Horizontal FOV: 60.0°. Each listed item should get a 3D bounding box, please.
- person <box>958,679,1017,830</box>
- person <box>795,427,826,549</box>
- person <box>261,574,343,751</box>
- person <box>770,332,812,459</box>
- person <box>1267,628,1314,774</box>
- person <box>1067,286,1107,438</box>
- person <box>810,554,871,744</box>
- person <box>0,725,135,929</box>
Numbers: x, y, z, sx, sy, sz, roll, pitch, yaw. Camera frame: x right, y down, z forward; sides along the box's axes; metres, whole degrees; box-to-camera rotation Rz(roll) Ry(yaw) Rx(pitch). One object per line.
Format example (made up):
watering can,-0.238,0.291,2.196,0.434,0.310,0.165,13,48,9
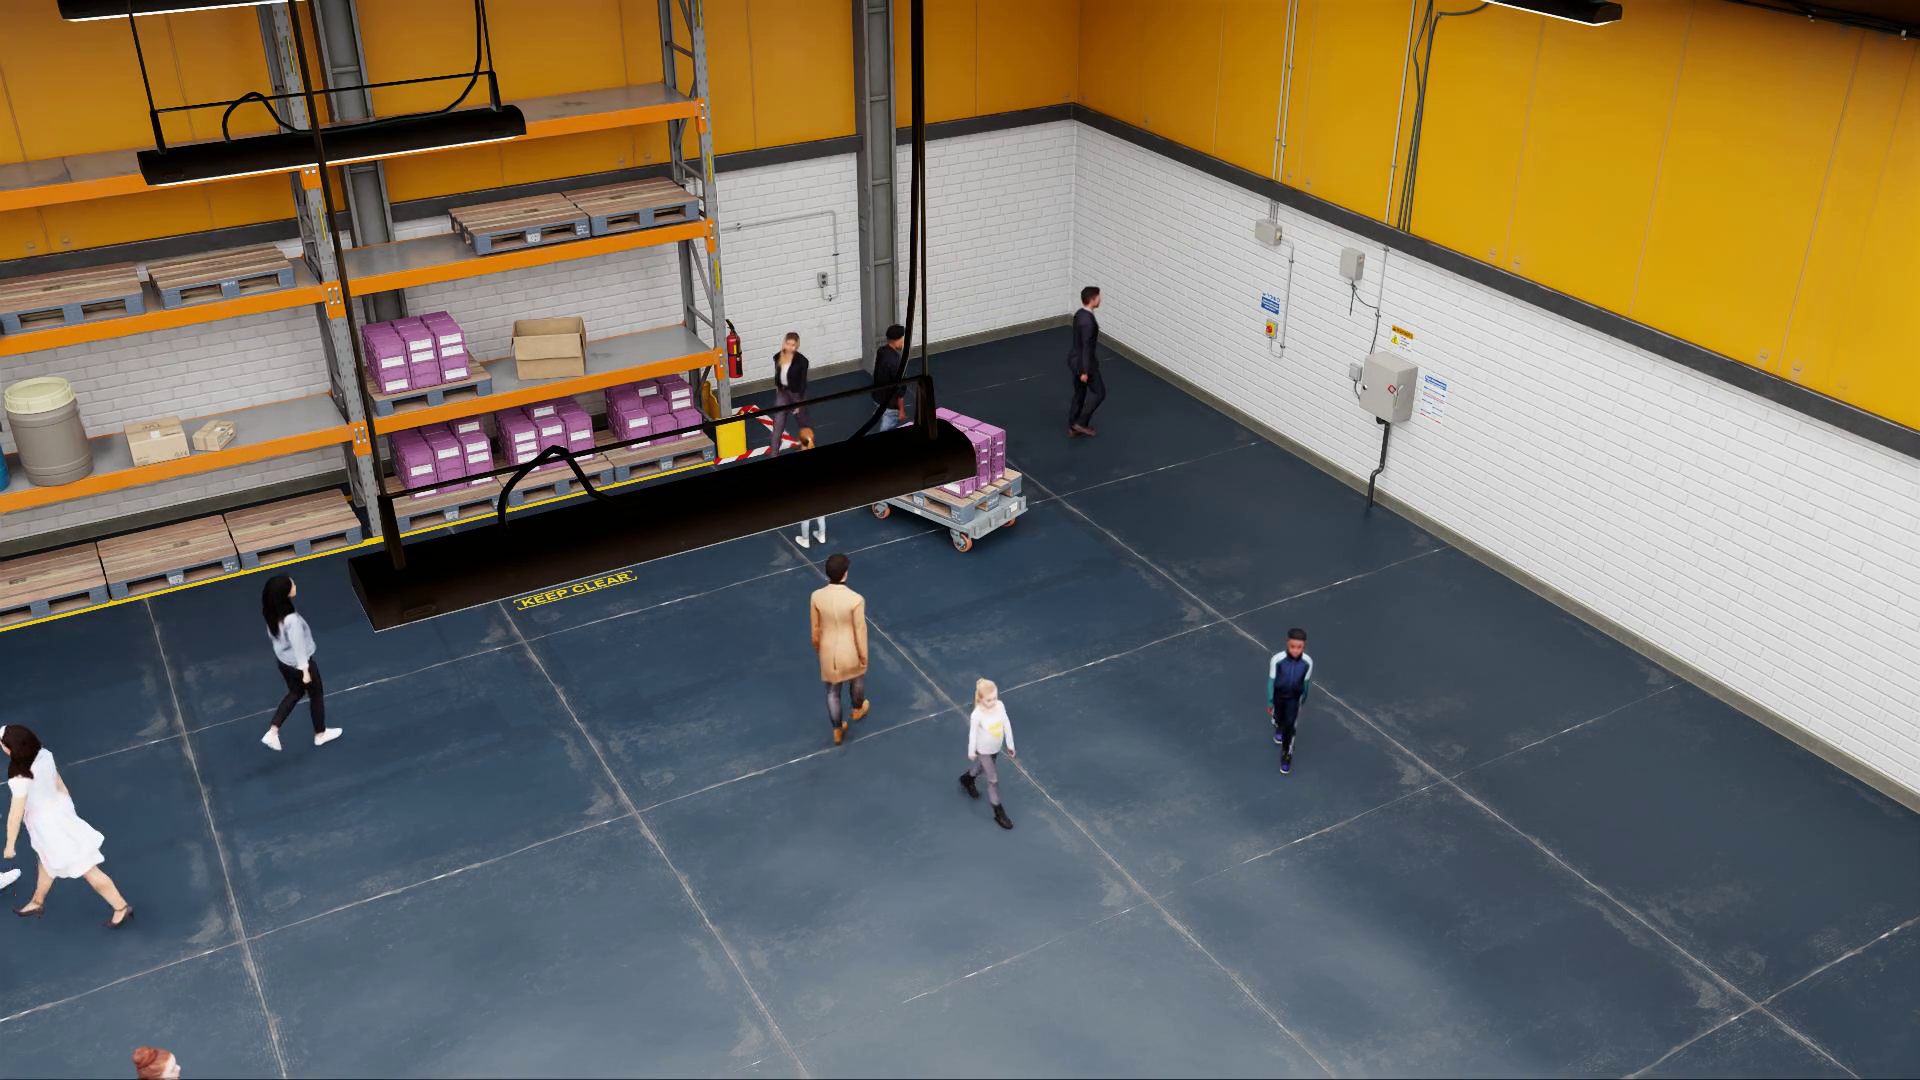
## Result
person,0.182,1.619,13.207,0.894,1.260,0.688,-25,37,-38
person,-1.550,-0.549,17.138,0.448,1.303,0.596,-19,34,-30
person,-5.577,1.063,13.781,0.824,1.688,1.001,20,34,32
person,-1.833,-1.578,18.695,1.008,1.617,1.092,11,30,19
person,2.733,1.253,13.904,0.882,1.235,0.908,5,29,9
person,1.354,-2.025,19.274,0.759,1.848,0.748,-6,29,-10
person,-1.027,0.948,13.971,0.954,1.707,1.008,6,29,10
person,-6.323,2.087,11.826,1.227,1.762,1.013,-2,29,-4
